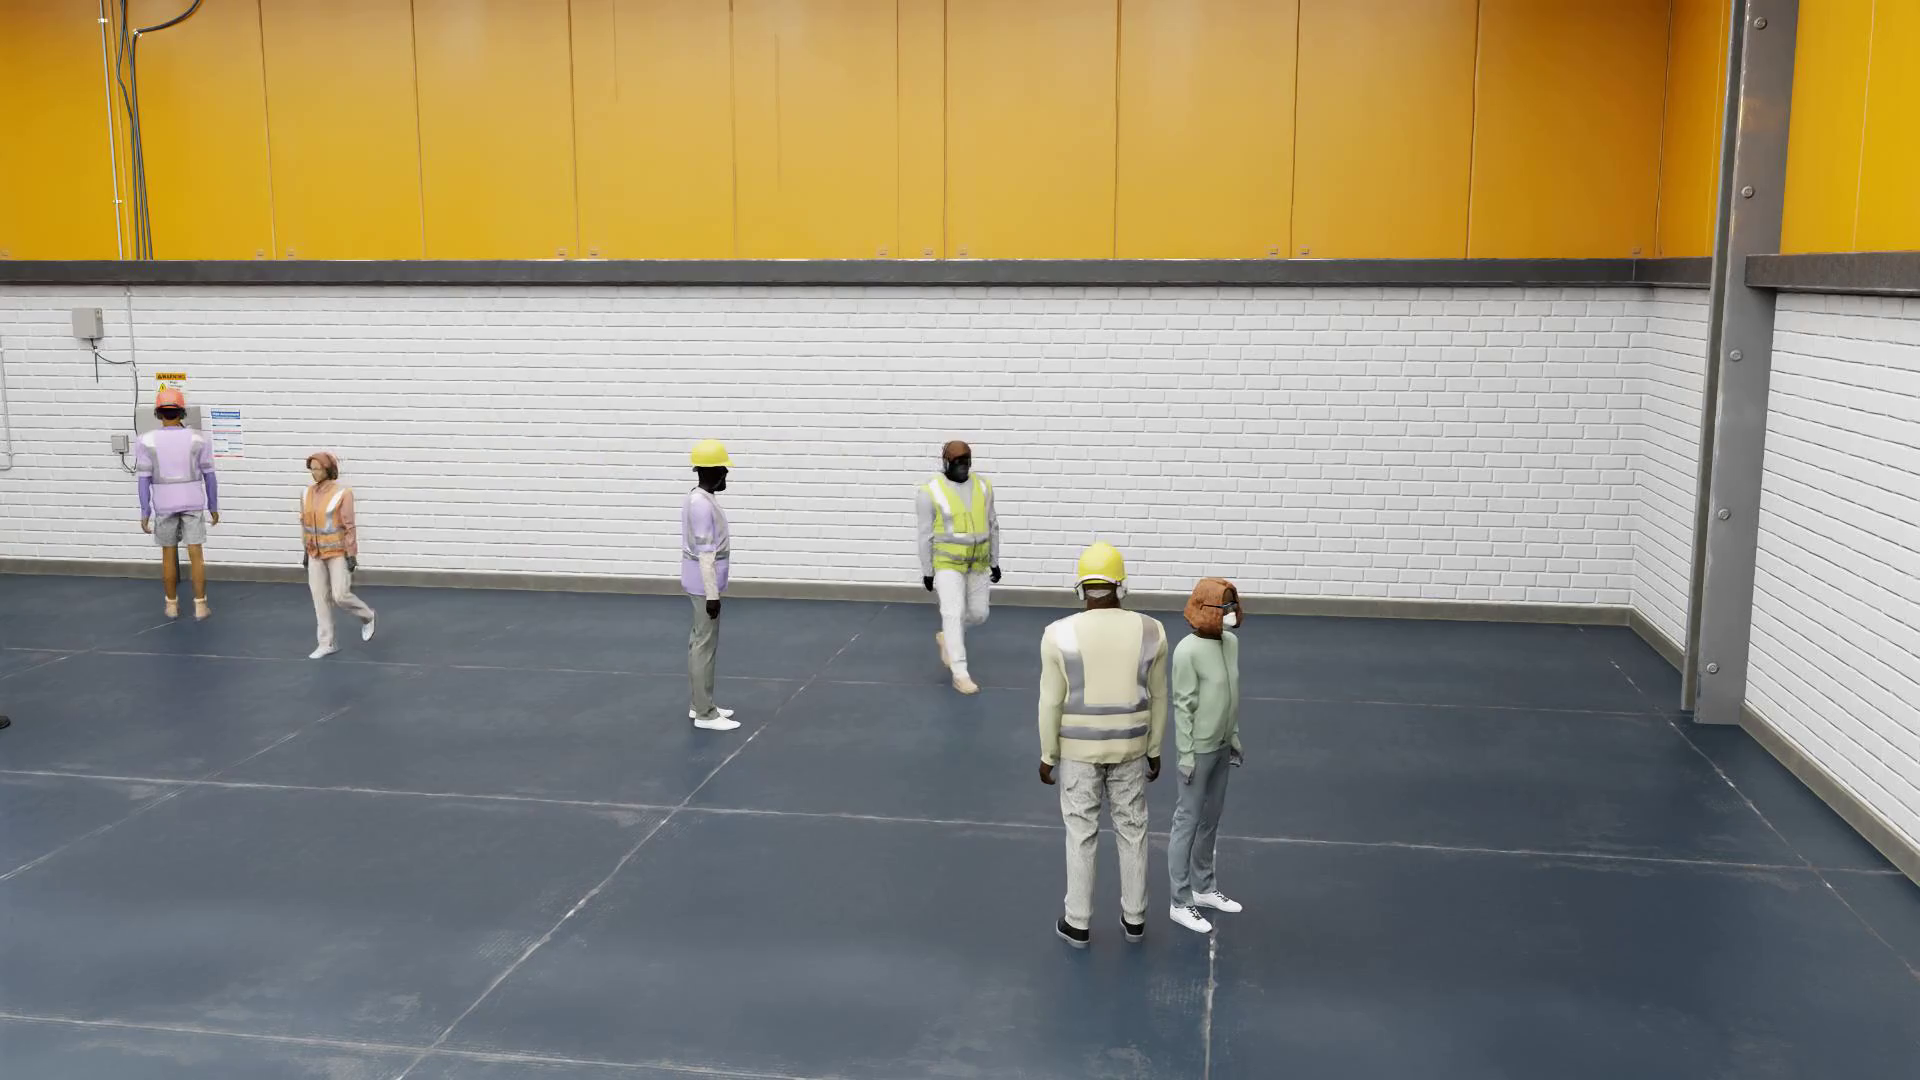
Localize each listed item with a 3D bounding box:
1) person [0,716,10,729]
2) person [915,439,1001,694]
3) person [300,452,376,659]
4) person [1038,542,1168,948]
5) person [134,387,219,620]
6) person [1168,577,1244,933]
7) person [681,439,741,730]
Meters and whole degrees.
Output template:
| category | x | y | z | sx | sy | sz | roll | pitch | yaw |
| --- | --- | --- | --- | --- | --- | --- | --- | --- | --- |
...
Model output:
| category | x | y | z | sx | sy | sz | roll | pitch | yaw |
| --- | --- | --- | --- | --- | --- | --- | --- | --- | --- |
| person | -6.581 | 0.317 | 10.856 | 0.542 | 1.939 | 0.362 | 1 | 9 | 7 |
| person | -0.029 | 0.166 | 12.131 | 0.634 | 1.826 | 0.712 | -5 | 11 | -30 |
| person | -4.927 | 0.103 | 13.131 | 0.514 | 1.630 | 0.537 | 4 | 10 | 21 |
| person | 0.631 | 0.920 | 7.472 | 0.592 | 1.828 | 0.404 | -2 | 9 | -10 |
| person | -6.785 | -0.309 | 14.444 | 0.617 | 2.042 | 0.408 | -4 | 10 | -23 |
| person | 1.156 | 0.976 | 7.727 | 0.279 | 1.634 | 0.498 | 7 | 12 | 38 |
| person | -1.665 | 0.290 | 11.050 | 0.371 | 1.929 | 0.585 | -2 | 9 | -13 |
